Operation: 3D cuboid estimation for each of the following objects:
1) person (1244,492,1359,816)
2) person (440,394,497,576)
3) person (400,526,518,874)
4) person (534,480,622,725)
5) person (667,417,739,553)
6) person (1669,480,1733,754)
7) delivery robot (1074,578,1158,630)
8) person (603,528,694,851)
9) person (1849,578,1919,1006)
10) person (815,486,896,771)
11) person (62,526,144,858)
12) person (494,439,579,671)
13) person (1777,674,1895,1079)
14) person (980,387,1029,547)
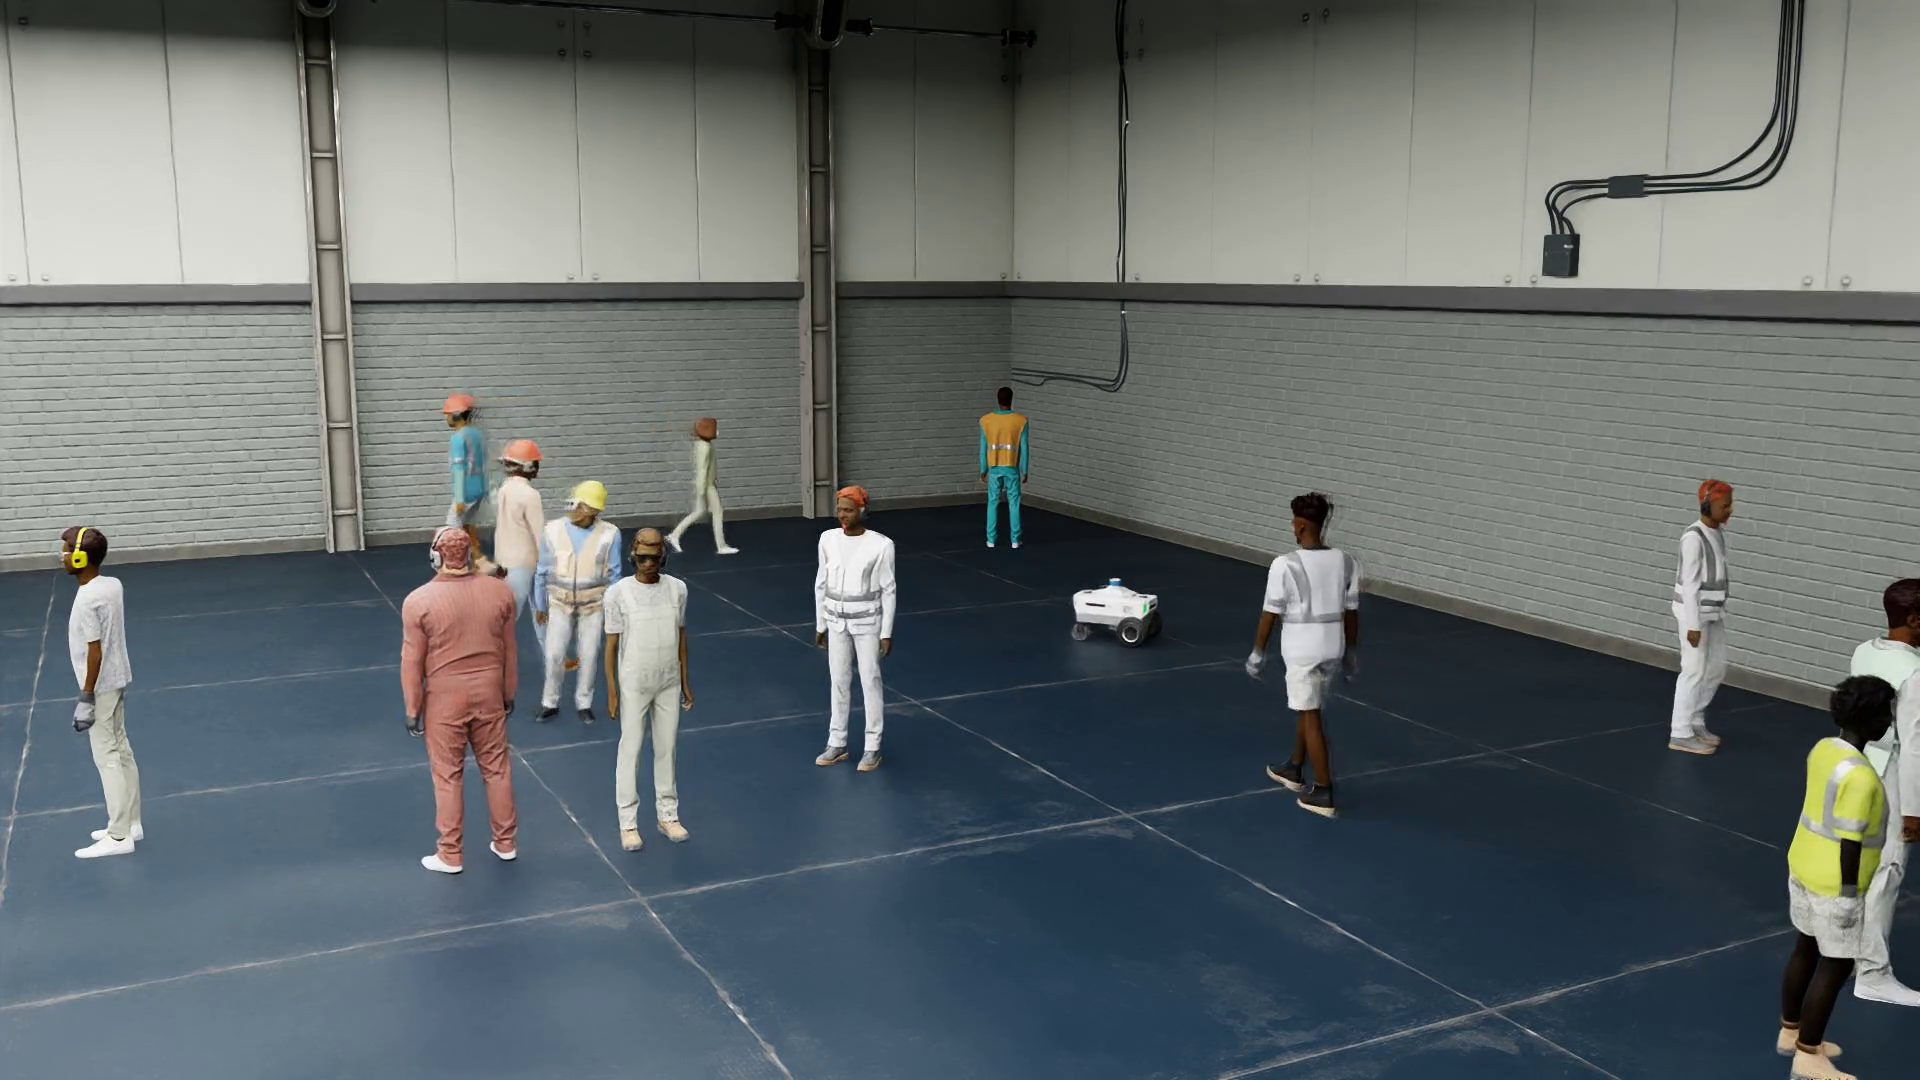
[{"bbox_3d":[2.079,0.665,10.249,0.634,1.924,0.890,-5,11,-29],"label":"person"},{"bbox_3d":[-5.053,-0.477,16.993,0.476,2.028,0.644,0,9,2],"label":"person"},{"bbox_3d":[-2.753,0.868,9.160,0.663,1.895,0.402,-8,12,-41],"label":"person"},{"bbox_3d":[-2.741,0.459,11.979,0.633,1.796,0.408,-1,9,-5],"label":"person"},{"bbox_3d":[-2.989,-0.626,19.222,0.764,1.606,0.501,-2,9,-14],"label":"person"},{"bbox_3d":[5.069,0.519,11.358,0.365,1.877,0.587,8,12,41],"label":"person"},{"bbox_3d":[1.370,0.584,14.706,0.707,0.478,0.477,4,10,25],"label":"delivery robot"},{"bbox_3d":[-1.769,0.837,9.481,0.517,1.841,0.325,-6,11,-33],"label":"person"},{"bbox_3d":[4.180,1.116,7.529,0.399,1.920,0.590,1,9,6],"label":"person"},{"bbox_3d":[-0.699,0.578,10.953,0.572,1.883,0.355,4,10,24],"label":"person"},{"bbox_3d":[-4.841,0.845,9.340,0.327,1.874,0.519,-2,9,-9],"label":"person"},{"bbox_3d":[-3.534,0.173,13.251,1.016,1.954,0.601,-6,11,-32],"label":"person"},{"bbox_3d":[3.531,1.364,6.712,0.323,1.693,0.543,2,9,10],"label":"person"},{"bbox_3d":[0.522,-0.858,19.735,0.586,1.910,0.396,1,9,9],"label":"person"}]
